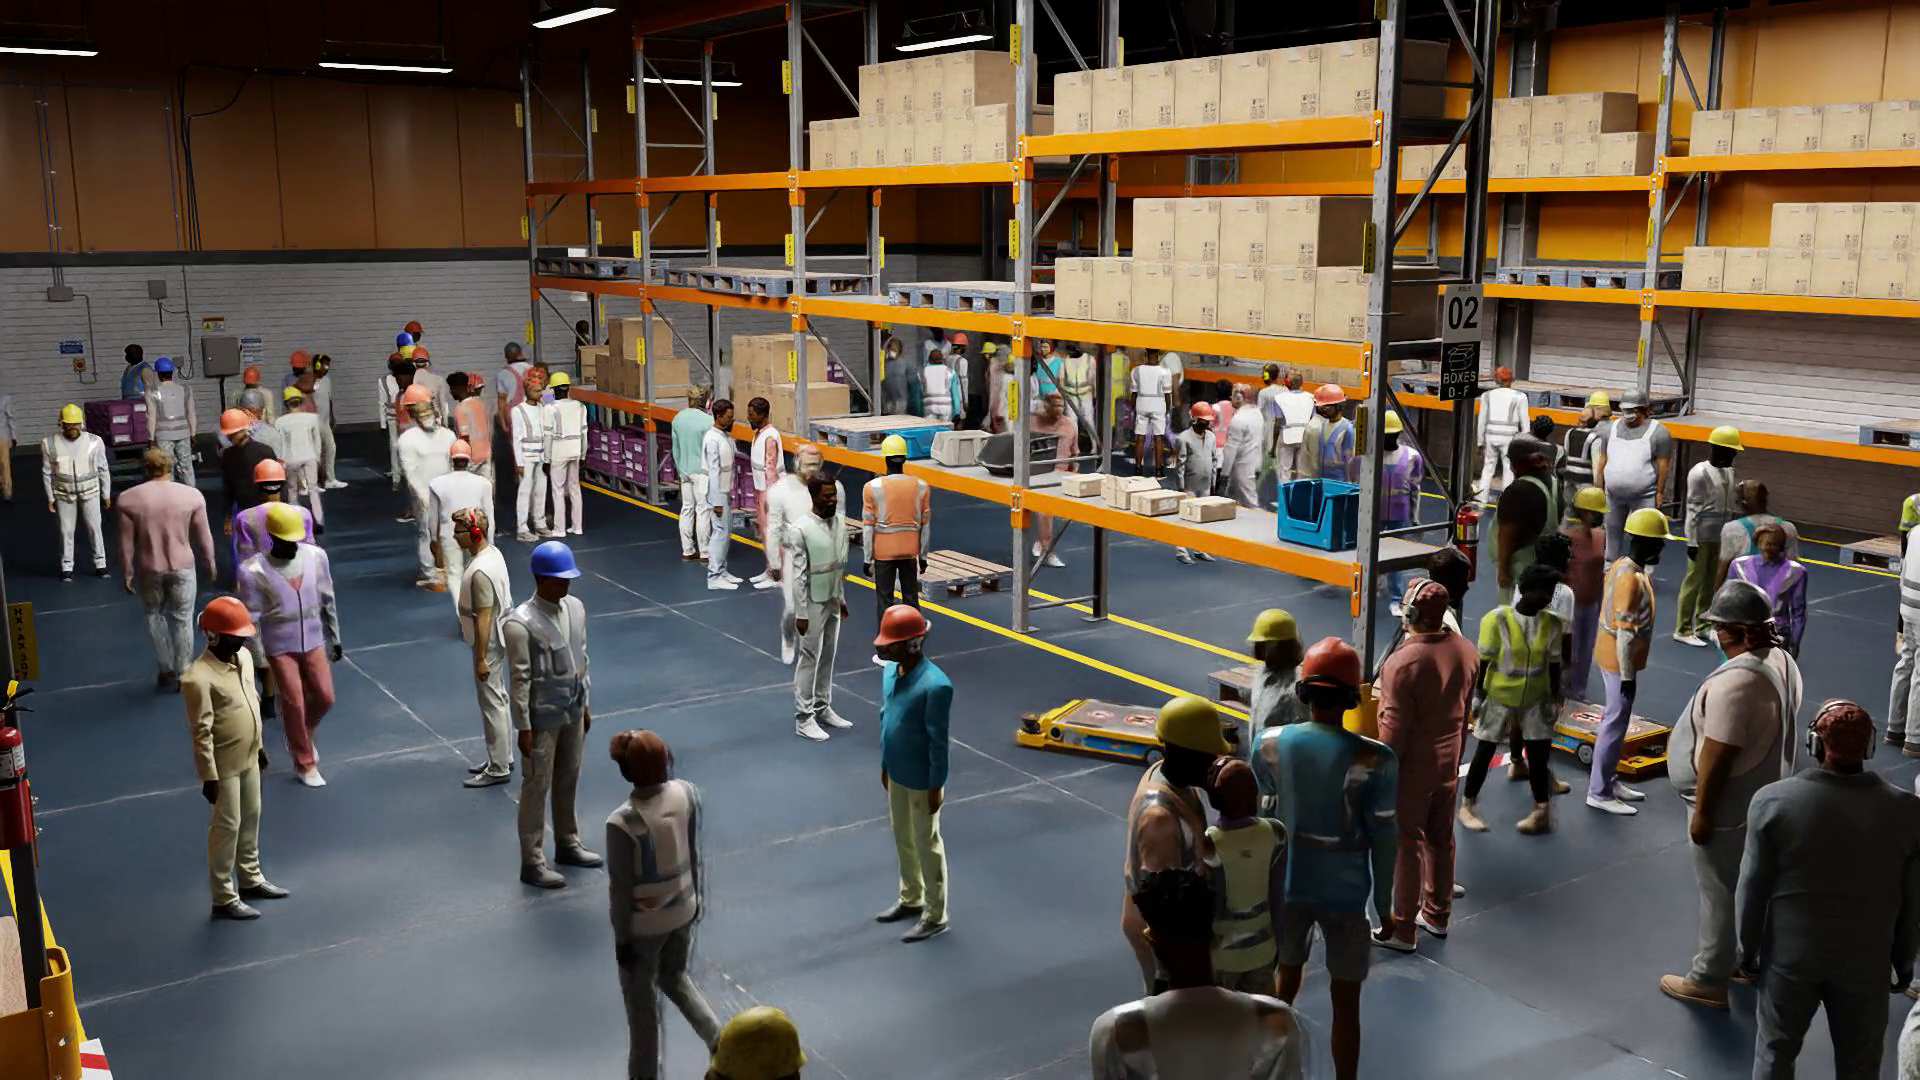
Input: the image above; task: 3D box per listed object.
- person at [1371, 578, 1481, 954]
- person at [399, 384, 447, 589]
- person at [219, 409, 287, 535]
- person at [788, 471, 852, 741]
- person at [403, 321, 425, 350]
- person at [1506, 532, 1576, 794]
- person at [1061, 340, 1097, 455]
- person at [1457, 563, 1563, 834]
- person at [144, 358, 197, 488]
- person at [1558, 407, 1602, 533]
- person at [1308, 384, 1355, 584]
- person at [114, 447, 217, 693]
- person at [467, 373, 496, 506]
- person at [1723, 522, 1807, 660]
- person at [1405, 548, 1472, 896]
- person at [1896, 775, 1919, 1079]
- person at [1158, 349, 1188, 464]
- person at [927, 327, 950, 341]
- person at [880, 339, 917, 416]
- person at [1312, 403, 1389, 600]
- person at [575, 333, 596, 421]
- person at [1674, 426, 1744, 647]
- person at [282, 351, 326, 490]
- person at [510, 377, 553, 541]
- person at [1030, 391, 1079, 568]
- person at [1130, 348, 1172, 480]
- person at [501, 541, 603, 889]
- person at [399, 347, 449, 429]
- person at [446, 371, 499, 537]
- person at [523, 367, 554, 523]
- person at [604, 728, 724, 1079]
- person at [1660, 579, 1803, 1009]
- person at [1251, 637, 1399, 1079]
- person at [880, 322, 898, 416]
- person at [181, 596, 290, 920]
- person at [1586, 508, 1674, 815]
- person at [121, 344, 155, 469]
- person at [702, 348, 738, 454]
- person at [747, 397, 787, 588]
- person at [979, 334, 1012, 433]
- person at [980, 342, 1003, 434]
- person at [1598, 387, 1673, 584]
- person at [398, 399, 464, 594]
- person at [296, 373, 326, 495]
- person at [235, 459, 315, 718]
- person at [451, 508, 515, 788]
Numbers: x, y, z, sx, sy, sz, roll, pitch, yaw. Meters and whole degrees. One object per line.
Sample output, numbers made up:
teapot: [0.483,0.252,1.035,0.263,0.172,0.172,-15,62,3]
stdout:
person: [2.303,1.131,8.409,0.638,1.909,0.408,-8,14,-36]
person: [-5.335,-0.533,16.581,0.396,2.038,0.615,-2,11,-9]
person: [-6.491,-0.235,15.252,0.645,1.961,0.479,5,12,24]
person: [-1.010,0.451,11.862,0.374,1.915,0.596,6,12,27]
person: [-8.925,-2.581,27.215,0.413,1.985,0.616,1,11,3]
person: [3.770,0.779,10.737,0.316,1.698,0.541,-3,12,-16]
person: [1.861,-2.219,25.847,0.740,1.815,0.498,2,11,11]
person: [3.327,0.943,9.999,0.547,1.672,0.334,-1,11,-4]
person: [-9.829,-1.298,20.734,0.396,1.944,0.615,10,15,41]
person: [6.812,-0.658,18.289,0.340,1.623,0.561,-6,12,-27]
person: [3.728,-0.547,16.693,0.420,2.033,0.610,-5,12,-25]
person: [-6.173,0.225,12.991,0.682,1.923,0.525,-4,12,-21]
person: [-6.023,-1.207,20.758,0.320,1.755,0.563,4,12,20]
person: [5.510,0.677,11.438,0.522,1.631,0.321,8,14,35]
person: [2.586,0.983,9.150,0.391,1.913,0.587,1,11,3]
person: [3.912,1.513,6.406,0.370,1.931,0.626,-2,11,-8]
person: [3.127,-2.157,24.891,0.669,2.000,0.719,3,11,13]
person: [-0.428,-3.129,30.406,0.430,1.836,0.636,7,13,32]
person: [-1.003,-2.022,24.617,0.666,1.871,1.048,7,13,32]
person: [3.794,-0.344,15.945,0.849,1.917,0.609,-3,12,-16]
person: [-5.936,-2.367,26.480,0.348,1.842,0.505,-10,15,-41]
person: [6.477,-0.035,14.359,0.595,1.916,0.399,-8,13,-34]
person: [-8.959,-1.648,22.731,0.542,1.881,0.924,2,11,11]
person: [-4.888,-0.931,19.049,0.344,1.877,0.583,6,13,28]
person: [0.918,-0.680,17.795,0.645,1.871,0.877,-5,12,-24]
person: [2.694,-1.826,23.430,0.602,1.957,0.385,4,12,21]
person: [-2.256,0.955,9.224,0.410,1.938,0.606,6,12,26]
person: [-7.031,-1.534,21.854,0.621,1.986,0.409,-3,11,-16]
person: [-5.645,-0.970,19.110,0.667,1.928,0.613,3,11,14]
person: [-5.111,-1.146,20.120,0.337,1.882,0.585,-4,12,-22]
person: [-1.211,1.570,6.852,0.516,1.623,0.532,6,13,30]
person: [3.619,1.170,7.862,0.681,2.000,0.535,-10,15,-40]
person: [1.470,1.393,6.754,0.615,2.034,0.406,7,13,33]
person: [-1.320,-3.101,30.285,0.403,1.824,0.593,-8,13,-34]
person: [-3.830,1.142,8.785,0.355,1.739,0.575,1,11,5]
person: [4.167,0.746,10.359,0.402,1.918,0.591,5,12,24]
person: [-11.981,-1.935,24.267,0.626,1.844,0.429,8,14,36]
person: [-3.455,-1.875,23.984,0.528,1.842,0.876,-8,14,-37]
person: [-1.928,-0.483,16.679,0.397,1.908,0.599,-3,12,-17]
person: [0.718,-2.719,28.399,0.889,1.810,0.531,-4,12,-20]
person: [0.494,-2.191,25.818,0.377,1.756,0.536,1,11,4]
person: [6.650,-0.520,16.512,0.686,2.000,0.536,10,15,41]
person: [-5.134,-0.420,16.318,0.636,1.927,0.534,-11,15,-43]
person: [-8.668,-1.410,22.143,0.279,1.627,0.504,-1,11,-5]
person: [-5.060,0.358,12.336,0.550,1.923,0.391,-8,14,-36]
person: [-3.076,0.691,10.849,0.394,1.836,0.560,-2,11,-11]
